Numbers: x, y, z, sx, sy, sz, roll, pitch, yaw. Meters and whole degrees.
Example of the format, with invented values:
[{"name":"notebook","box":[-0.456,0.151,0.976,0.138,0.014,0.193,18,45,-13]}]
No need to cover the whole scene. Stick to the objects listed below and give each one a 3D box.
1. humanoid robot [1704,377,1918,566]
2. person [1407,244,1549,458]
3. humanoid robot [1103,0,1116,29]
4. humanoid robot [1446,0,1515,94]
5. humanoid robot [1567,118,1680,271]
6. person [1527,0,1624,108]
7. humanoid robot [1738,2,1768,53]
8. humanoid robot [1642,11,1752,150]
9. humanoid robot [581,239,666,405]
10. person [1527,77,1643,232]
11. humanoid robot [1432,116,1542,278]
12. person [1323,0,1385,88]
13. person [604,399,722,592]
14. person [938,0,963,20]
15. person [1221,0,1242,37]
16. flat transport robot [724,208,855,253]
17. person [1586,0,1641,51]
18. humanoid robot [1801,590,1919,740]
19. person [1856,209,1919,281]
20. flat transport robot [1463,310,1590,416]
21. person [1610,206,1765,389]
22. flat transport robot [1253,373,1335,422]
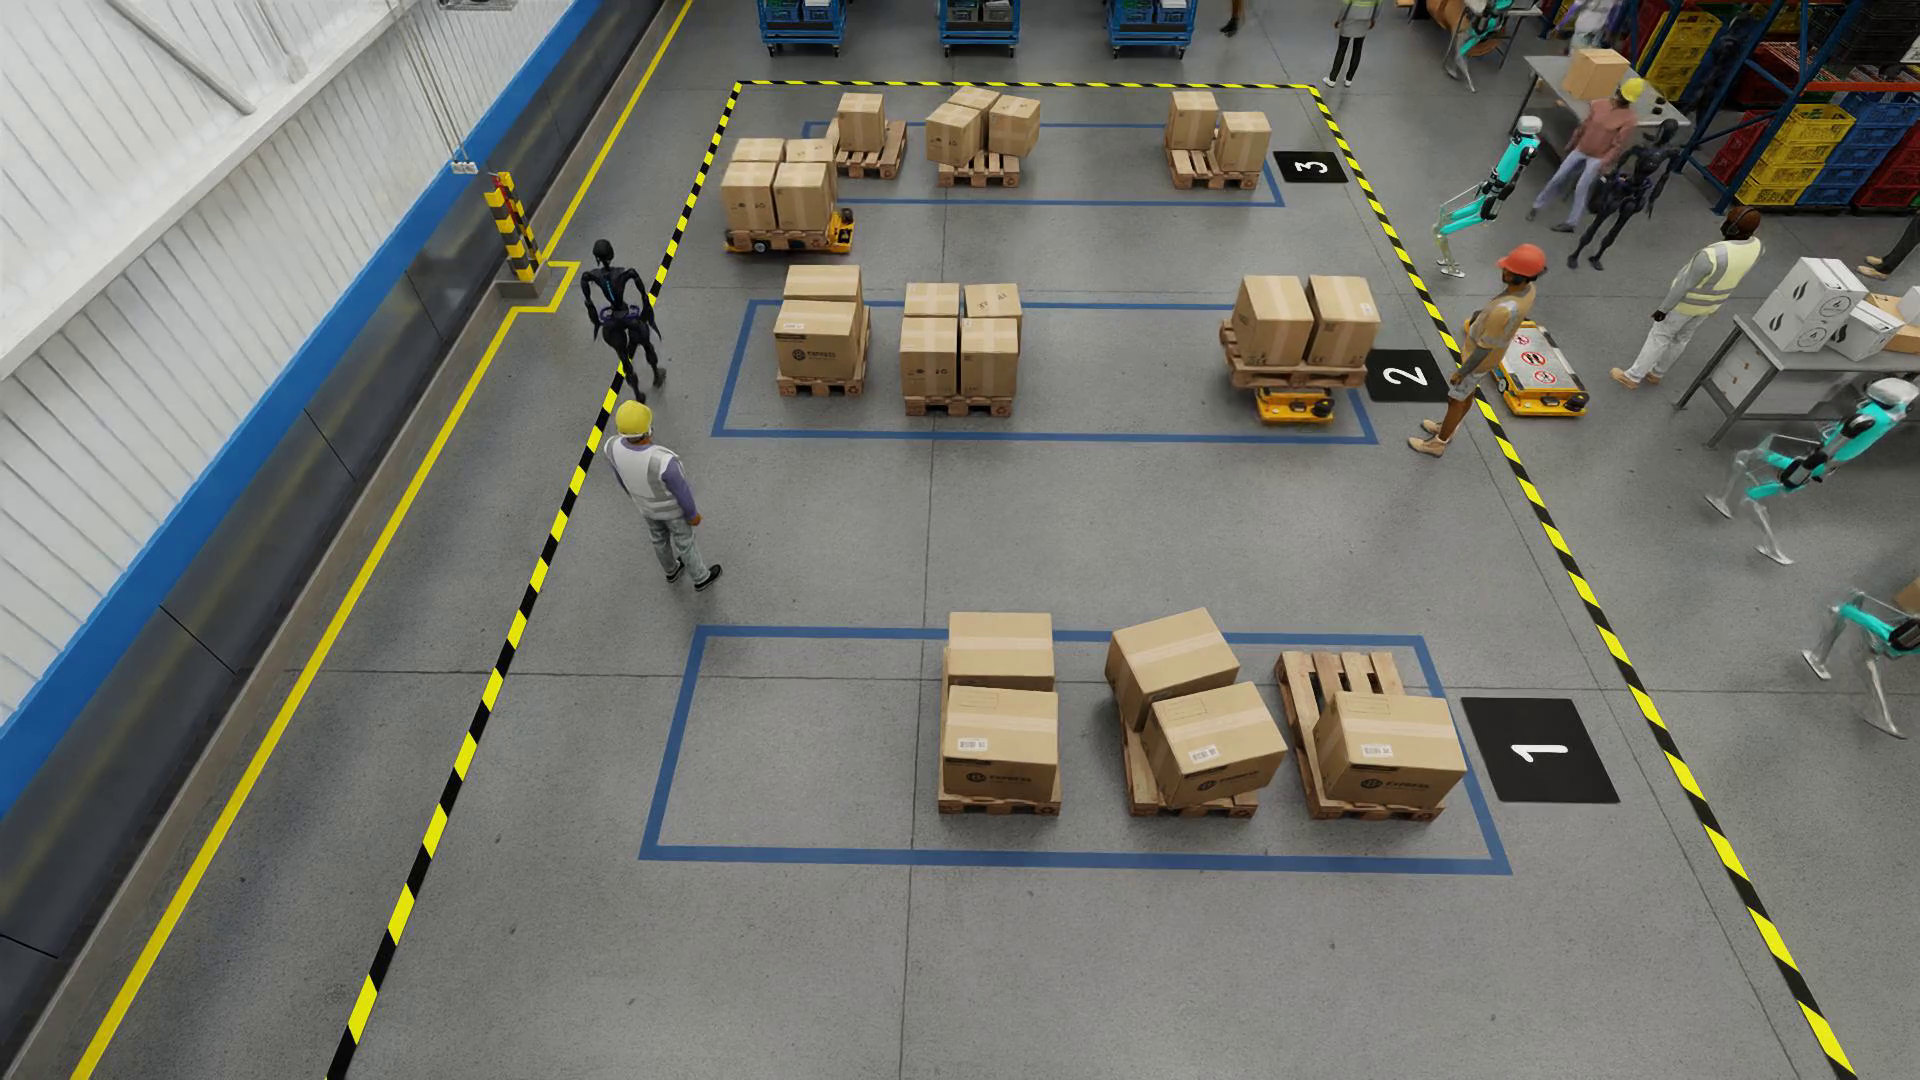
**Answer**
[{"name":"humanoid robot","box":[6.479,-0.638,7.133,0.561,1.754,1.024,-18,51,-15]},{"name":"person","box":[4.349,-1.554,7.705,0.365,2.046,0.607,35,57,26]},{"name":"humanoid robot","box":[2.515,-8.939,14.339,0.440,1.649,0.603,0,49,0]},{"name":"humanoid robot","box":[7.290,-7.327,12.922,0.570,1.791,0.884,-24,53,-20]},{"name":"humanoid robot","box":[7.108,-3.652,9.753,0.599,1.657,0.315,10,50,8]},{"name":"person","box":[8.480,-6.996,12.461,0.718,1.975,1.075,-12,50,-10]},{"name":"humanoid robot","box":[11.952,-8.103,13.652,0.747,1.629,0.613,8,50,7]},{"name":"humanoid robot","box":[9.513,-5.833,11.672,0.731,1.623,0.589,27,54,21]},{"name":"humanoid robot","box":[-3.064,-1.982,8.325,0.601,1.641,0.583,-7,49,-6]},{"name":"person","box":[7.080,-4.348,10.325,0.351,1.741,0.572,-29,55,-23]},{"name":"humanoid robot","box":[5.360,-3.579,9.573,0.735,1.674,0.533,9,50,8]},{"name":"person","box":[5.564,-7.325,12.826,0.589,1.852,0.368,0,49,0]},{"name":"person","box":[-2.180,-0.299,6.756,0.599,1.833,0.404,18,51,15]},{"name":"person","box":[-0.060,-9.164,14.432,0.673,1.822,0.599,-1,49,-1]},{"name":"person","box":[4.305,-8.807,14.068,0.521,1.919,0.618,-31,56,-24]},{"name":"flat transport robot","box":[-1.964,-3.608,10.638,1.431,0.197,0.652,1,49,1]},{"name":"person","box":[9.370,-7.627,13.113,0.979,1.817,0.550,0,49,0]},{"name":"humanoid robot","box":[6.366,0.543,6.090,0.547,1.728,1.025,-6,49,-5]},{"name":"person","box":[10.287,-3.607,9.612,0.512,1.845,0.336,-32,56,-24]},{"name":"flat transport robot","box":[5.573,-1.757,9.054,0.659,0.231,1.431,1,49,1]},{"name":"person","box":[6.668,-2.170,8.380,0.629,1.835,0.429,-11,50,-10]},{"name":"flat transport robot","box":[3.171,-1.705,8.991,0.652,0.197,1.431,1,49,1]}]
